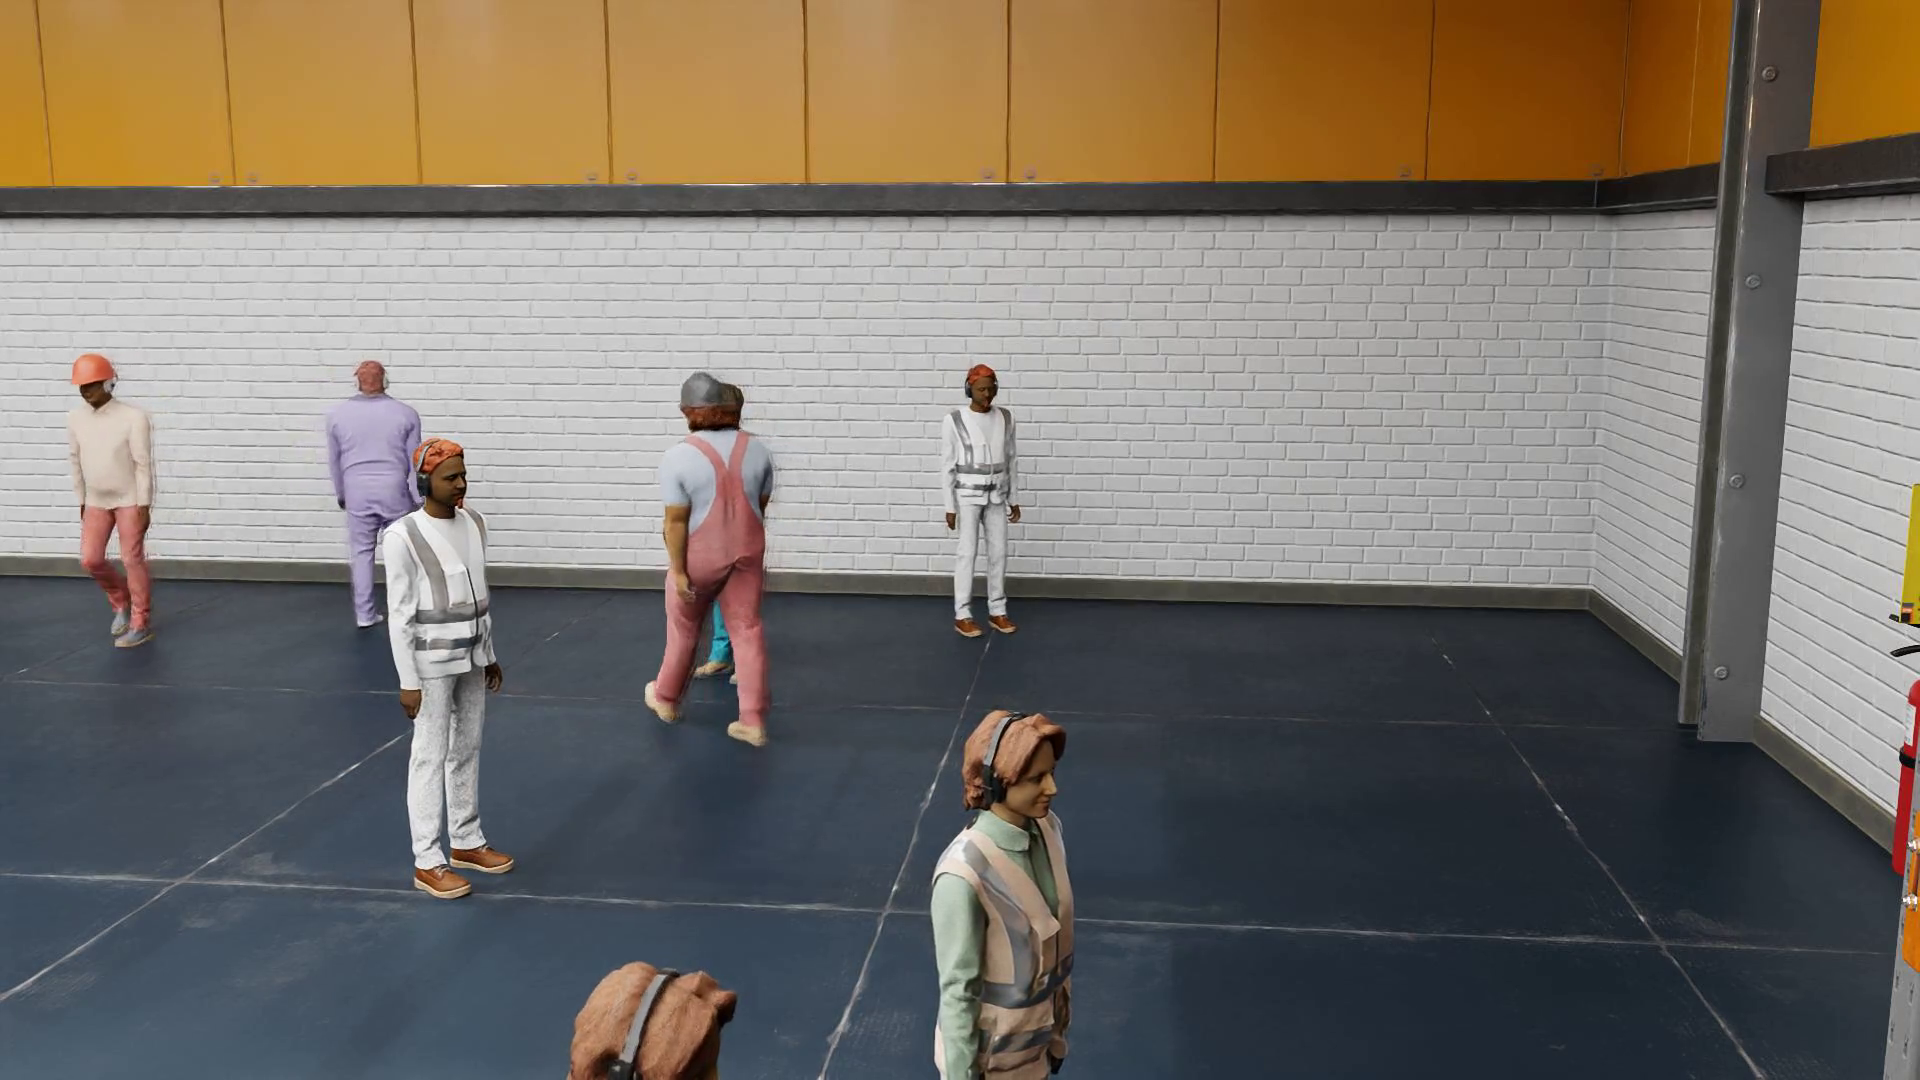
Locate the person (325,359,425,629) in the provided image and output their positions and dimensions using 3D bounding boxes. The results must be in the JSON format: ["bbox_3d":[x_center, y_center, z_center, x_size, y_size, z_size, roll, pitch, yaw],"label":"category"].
[{"bbox_3d":[-4.070,-0.317,11.664,0.653,1.891,0.473,-3,10,-16],"label":"person"}]

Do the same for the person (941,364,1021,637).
[{"bbox_3d":[0.139,-0.270,11.440,0.584,1.877,0.356,-5,11,-29],"label":"person"}]

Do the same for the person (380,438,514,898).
[{"bbox_3d":[-2.119,0.518,6.896,0.346,1.882,0.584,4,11,21],"label":"person"}]

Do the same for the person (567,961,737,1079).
[{"bbox_3d":[-0.468,1.412,2.479,0.314,1.639,0.515,2,10,11],"label":"person"}]

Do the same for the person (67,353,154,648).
[{"bbox_3d":[-5.652,-0.260,11.087,0.640,1.973,0.458,1,10,6],"label":"person"}]

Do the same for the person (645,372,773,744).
[{"bbox_3d":[-1.379,0.055,9.095,0.690,2.000,1.014,-7,12,-34],"label":"person"}]

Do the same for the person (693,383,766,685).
[{"bbox_3d":[-1.409,-0.039,10.193,0.506,1.846,0.344,7,12,33],"label":"person"}]

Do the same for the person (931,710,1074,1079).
[{"bbox_3d":[0.099,1.183,3.791,0.311,1.638,0.523,5,11,26],"label":"person"}]
